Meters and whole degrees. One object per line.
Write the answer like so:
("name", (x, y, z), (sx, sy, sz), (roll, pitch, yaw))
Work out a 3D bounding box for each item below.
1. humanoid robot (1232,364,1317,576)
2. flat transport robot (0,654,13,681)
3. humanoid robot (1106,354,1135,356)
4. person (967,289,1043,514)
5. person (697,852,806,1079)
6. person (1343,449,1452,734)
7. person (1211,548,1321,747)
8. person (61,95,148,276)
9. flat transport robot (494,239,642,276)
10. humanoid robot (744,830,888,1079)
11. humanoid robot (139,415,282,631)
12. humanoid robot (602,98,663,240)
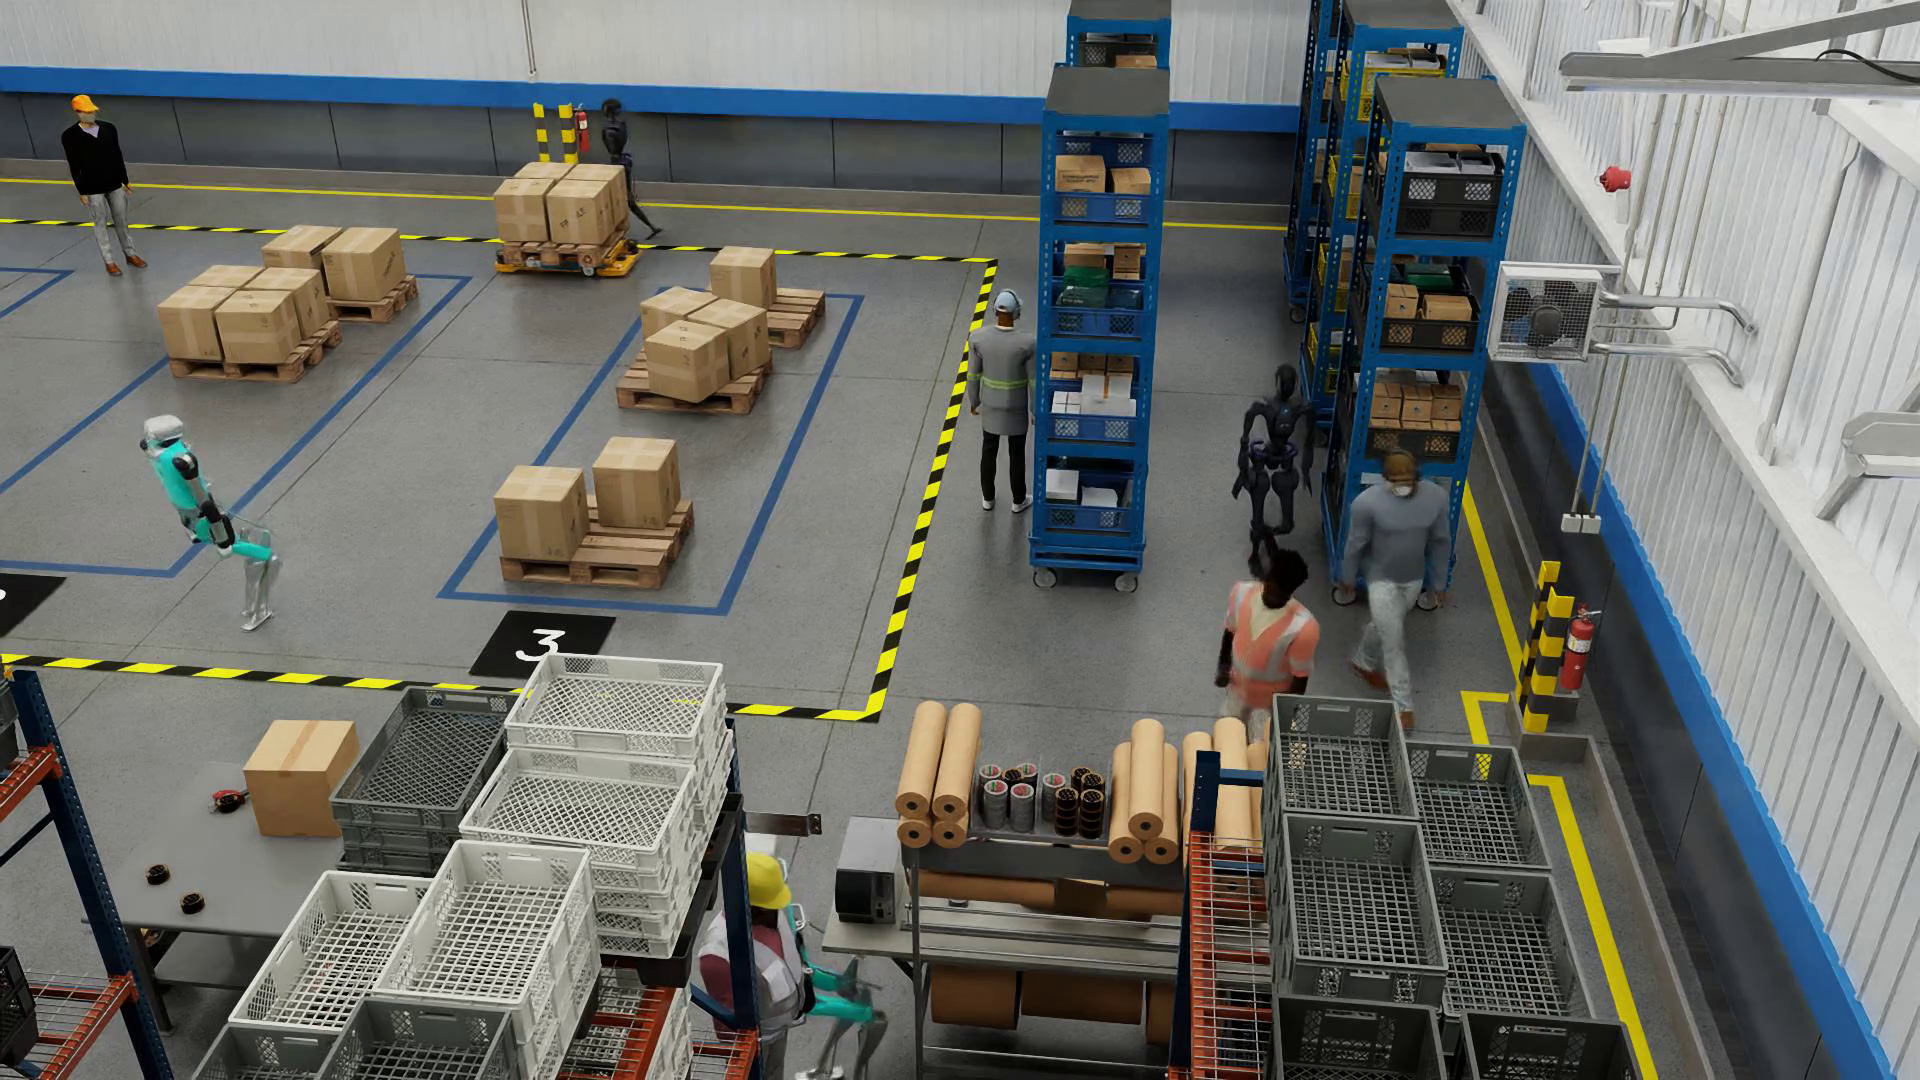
("humanoid robot", (2.288, -0.534, 12.182), (0.599, 1.644, 0.414), (-2, 30, -4))
("flat transport robot", (-7.142, 0.969, 11.010), (1.431, 0.231, 0.659), (3, 30, 6))
("humanoid robot", (1.187, -1.252, 13.440), (0.588, 1.637, 0.626), (-19, 35, -29))
("person", (0.359, -1.084, 12.962), (0.596, 1.849, 0.394), (8, 31, 13))
("person", (-0.893, 2.129, 7.471), (0.403, 1.824, 0.585), (11, 32, 18))
("person", (2.788, 0.292, 10.570), (0.624, 1.878, 0.888), (-9, 31, -15))
("person", (1.694, 0.830, 9.606), (0.376, 1.933, 0.754), (-21, 36, -32))
("person", (-9.005, -3.733, 17.481), (0.361, 1.884, 0.586), (19, 35, 30))
("flat transport robot", (-4.228, -3.081, 17.937), (1.431, 0.197, 0.652), (3, 30, 6))
("humanoid robot", (-0.612, 1.995, 7.772), (0.852, 1.737, 0.561), (-7, 31, -11))
("humanoid robot", (-5.031, -0.118, 11.445), (0.535, 1.793, 0.809), (22, 36, 32))
("humanoid robot", (-3.714, -4.038, 18.259), (0.770, 1.640, 0.589), (-2, 30, -4))
